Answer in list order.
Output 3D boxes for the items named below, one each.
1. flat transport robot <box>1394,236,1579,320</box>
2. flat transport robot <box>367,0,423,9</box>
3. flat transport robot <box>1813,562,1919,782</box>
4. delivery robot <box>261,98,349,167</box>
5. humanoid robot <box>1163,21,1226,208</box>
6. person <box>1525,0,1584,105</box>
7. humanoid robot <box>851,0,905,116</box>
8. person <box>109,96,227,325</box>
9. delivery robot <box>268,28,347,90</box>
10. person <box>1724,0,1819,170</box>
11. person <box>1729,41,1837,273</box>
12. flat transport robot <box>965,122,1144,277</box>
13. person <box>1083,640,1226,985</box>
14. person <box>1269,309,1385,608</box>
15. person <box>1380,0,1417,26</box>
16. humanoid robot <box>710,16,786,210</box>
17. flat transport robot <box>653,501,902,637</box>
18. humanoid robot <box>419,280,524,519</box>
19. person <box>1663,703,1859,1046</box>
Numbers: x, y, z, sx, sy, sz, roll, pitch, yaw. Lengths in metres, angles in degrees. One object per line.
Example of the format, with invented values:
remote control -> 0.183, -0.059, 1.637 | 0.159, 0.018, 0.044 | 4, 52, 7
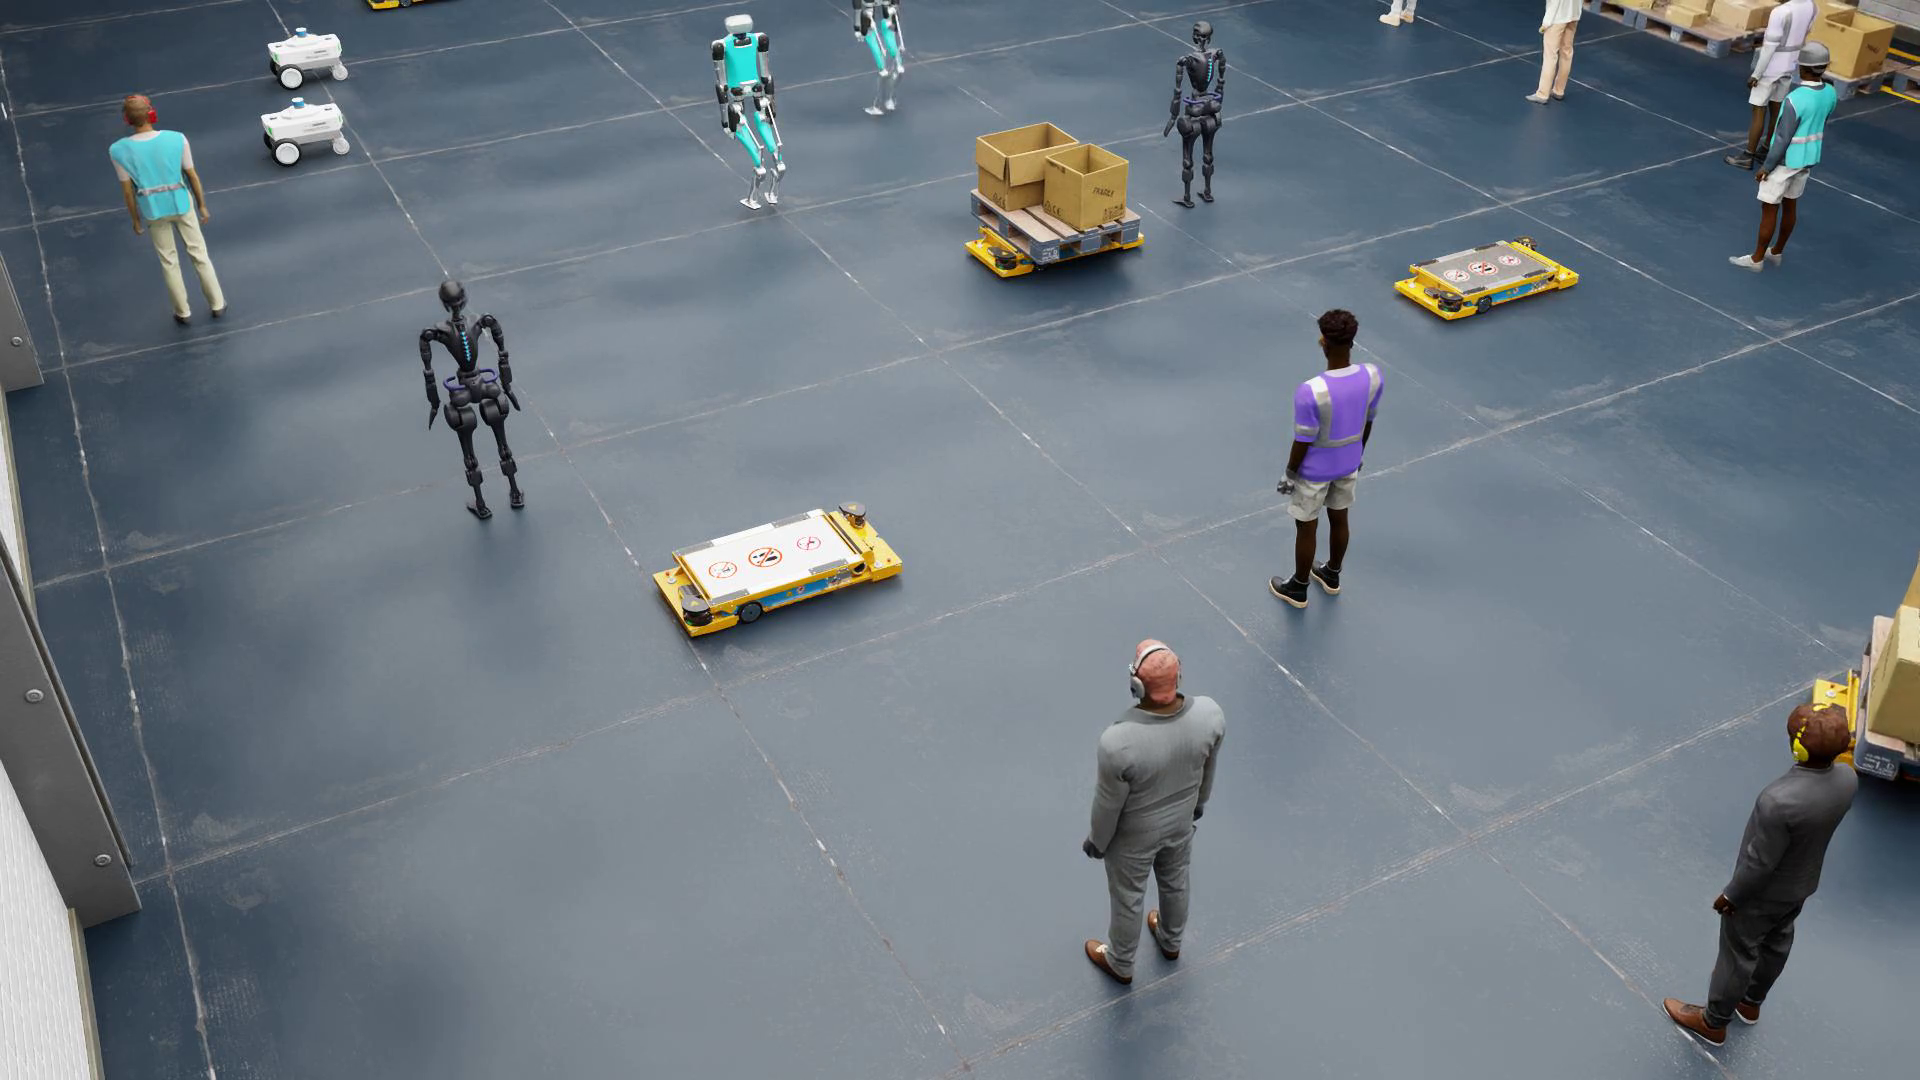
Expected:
flat transport robot -> 4.387, -2.180, 13.828 | 1.431, 0.231, 0.659 | -17, 39, -23
flat transport robot -> -6.557, -6.779, 20.395 | 1.431, 0.231, 0.659 | -17, 39, -23
flat transport robot -> 5.446, 1.135, 9.095 | 1.431, 0.231, 0.659 | 16, 38, 21
delivery robot -> -6.374, -4.004, 16.158 | 0.739, 0.566, 0.499 | -17, 39, -23
humanoid robot -> 2.130, -3.829, 14.943 | 0.599, 1.657, 0.315 | -17, 39, -23
person -> 6.169, -5.325, 17.095 | 0.464, 1.671, 0.388 | -17, 38, -23
humanoid robot -> -0.753, -5.176, 16.826 | 0.553, 1.765, 0.783 | -19, 39, -24
person -> -6.186, -2.555, 12.997 | 0.562, 1.837, 0.390 | -17, 38, -23
delivery robot -> -7.024, -5.206, 17.874 | 0.739, 0.566, 0.499 | -17, 39, -23
person -> 7.634, -4.438, 15.599 | 0.542, 1.939, 0.357 | -17, 38, -23
person -> 6.871, -3.143, 13.753 | 0.552, 1.934, 0.429 | -17, 38, -23
flat transport robot -> 0.823, -2.626, 14.465 | 1.431, 0.231, 0.659 | -17, 39, -23
person -> 0.841, 1.238, 7.528 | 0.638, 1.902, 0.410 | -17, 38, -23
person -> 2.173, -0.472, 9.918 | 0.603, 1.958, 0.374 | -17, 38, -23
person -> 5.174, -6.900, 19.179 | 0.458, 1.866, 0.356 | -17, 38, -23
humanoid robot -> -1.791, -3.699, 14.605 | 0.533, 1.672, 0.735 | -17, 39, -23
flat transport robot -> -1.146, 0.170, 10.474 | 1.431, 0.231, 0.659 | -17, 39, -23
humanoid robot -> -3.168, -0.918, 10.790 | 0.599, 1.653, 0.315 | -17, 39, -23
person -> 3.514, 1.465, 7.227 | 0.491, 1.874, 0.356 | -17, 38, -23
